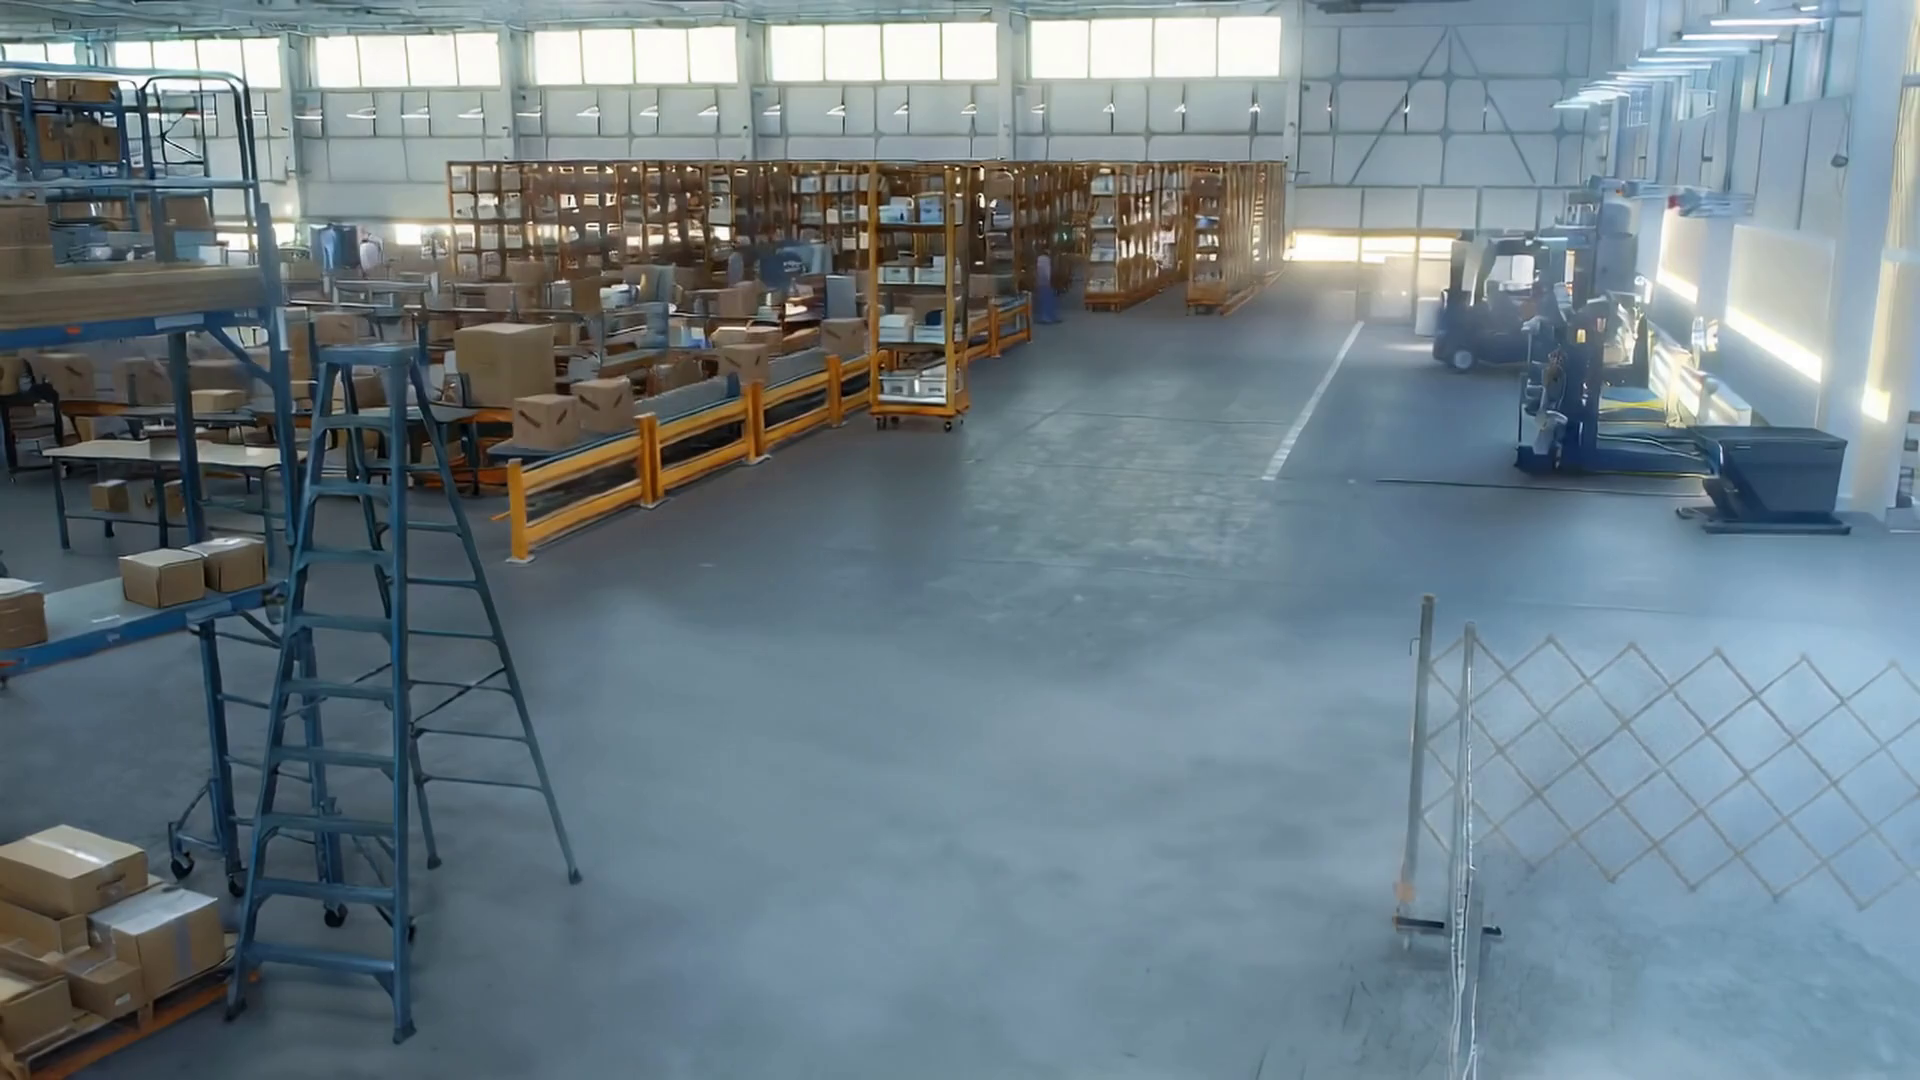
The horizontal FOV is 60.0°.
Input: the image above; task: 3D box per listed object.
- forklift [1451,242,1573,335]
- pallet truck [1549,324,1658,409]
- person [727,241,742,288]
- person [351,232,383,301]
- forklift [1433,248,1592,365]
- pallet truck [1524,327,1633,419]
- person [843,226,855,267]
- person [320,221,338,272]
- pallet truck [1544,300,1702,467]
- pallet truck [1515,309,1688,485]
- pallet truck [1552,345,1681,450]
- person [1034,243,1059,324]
[{"bbox_3d":[10.464,-4.597,31.405,2.680,1.987,1.157,4,14,16],"label":"forklift"},{"bbox_3d":[9.824,-2.669,25.407,1.601,1.201,0.680,4,14,16],"label":"pallet truck"},{"bbox_3d":[-5.457,-6.295,39.944,0.558,1.746,0.550,7,15,26],"label":"person"},{"bbox_3d":[-15.531,-7.146,43.499,0.907,1.791,0.623,4,14,18],"label":"person"},{"bbox_3d":[9.780,-4.111,29.280,2.680,1.987,1.157,3,13,14],"label":"forklift"},{"bbox_3d":[9.065,-2.460,24.370,1.522,1.261,0.704,3,13,14],"label":"pallet truck"},{"bbox_3d":[-3.350,-8.710,49.723,0.377,2.045,0.605,3,13,13],"label":"person"},{"bbox_3d":[-20.693,-9.610,54.489,0.514,1.642,0.310,3,13,14],"label":"person"},{"bbox_3d":[8.263,-1.952,20.631,1.885,1.965,0.823,5,14,20],"label":"pallet truck"},{"bbox_3d":[7.554,-1.677,19.446,1.885,1.965,0.823,3,13,14],"label":"pallet truck"},{"bbox_3d":[8.641,-1.896,21.908,1.630,1.274,0.653,4,14,16],"label":"pallet truck"},{"bbox_3d":[1.981,-5.758,37.437,0.690,1.820,0.607,6,14,26],"label":"person"}]
